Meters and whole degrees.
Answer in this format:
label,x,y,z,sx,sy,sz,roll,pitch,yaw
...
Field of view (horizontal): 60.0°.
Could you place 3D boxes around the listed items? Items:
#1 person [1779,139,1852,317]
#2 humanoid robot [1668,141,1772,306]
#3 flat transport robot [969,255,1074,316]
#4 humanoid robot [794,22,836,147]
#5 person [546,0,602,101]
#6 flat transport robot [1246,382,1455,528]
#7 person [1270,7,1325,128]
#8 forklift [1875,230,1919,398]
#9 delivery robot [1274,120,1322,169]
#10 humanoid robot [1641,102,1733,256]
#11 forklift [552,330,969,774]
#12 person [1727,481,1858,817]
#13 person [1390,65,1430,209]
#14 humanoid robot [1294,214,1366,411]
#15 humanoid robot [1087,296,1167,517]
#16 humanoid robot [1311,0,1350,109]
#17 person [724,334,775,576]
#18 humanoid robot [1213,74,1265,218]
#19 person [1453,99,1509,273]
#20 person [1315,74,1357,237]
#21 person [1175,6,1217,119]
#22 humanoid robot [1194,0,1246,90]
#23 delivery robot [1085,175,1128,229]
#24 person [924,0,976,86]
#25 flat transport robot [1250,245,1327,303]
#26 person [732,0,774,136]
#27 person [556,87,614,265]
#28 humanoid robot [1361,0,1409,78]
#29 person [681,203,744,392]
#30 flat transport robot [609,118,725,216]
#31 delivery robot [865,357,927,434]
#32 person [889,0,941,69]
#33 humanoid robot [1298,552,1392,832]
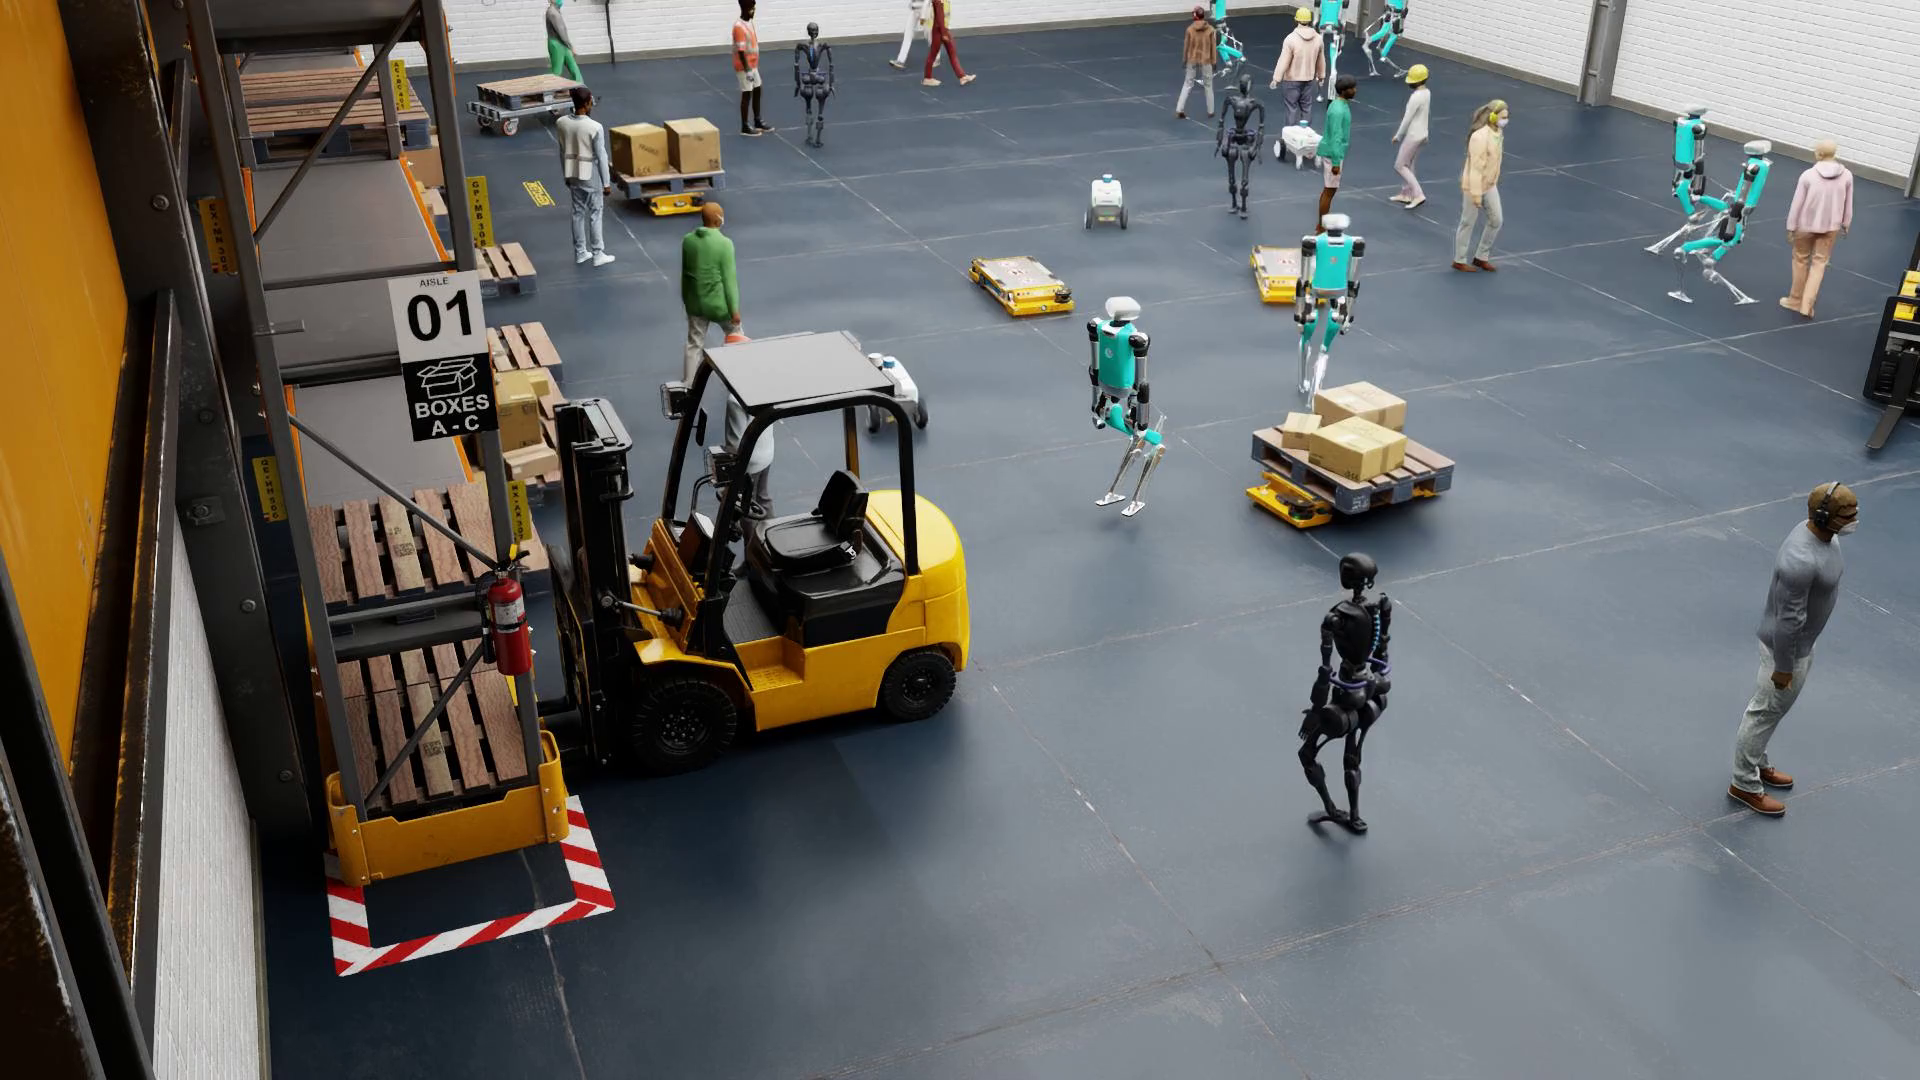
label,x,y,z,sx,sy,sz,roll,pitch,yaw
person,8.485,-3.075,16.440,0.621,1.759,0.563,5,27,10
humanoid robot,7.592,-3.152,16.647,1.054,1.731,0.553,20,33,34
flat transport robot,0.624,-2.656,17.270,0.659,0.231,1.431,-8,28,-16
humanoid robot,-2.002,-6.271,22.895,0.588,1.639,0.386,2,27,5
person,-6.018,-7.469,25.160,0.978,1.778,0.490,-5,27,-9
flat transport robot,2.990,-0.423,12.829,1.431,0.231,0.659,-13,30,-25
person,4.645,-6.312,22.764,0.818,1.864,0.419,-10,28,-19
forklift,9.029,-2.397,14.618,1.214,2.155,2.313,18,32,32
delivery robot,4.558,-5.303,22.195,0.499,0.575,0.754,-5,27,-10
humanoid robot,7.993,-3.855,17.989,0.981,1.732,0.550,-3,27,-6
forklift,-1.094,0.010,9.831,2.313,2.155,1.214,-10,28,-20
person,4.508,0.568,9.002,0.369,1.939,0.631,17,31,30
person,5.468,-4.839,19.974,0.510,1.731,0.544,16,31,28
humanoid robot,3.106,-2.010,14.396,0.536,1.783,0.897,0,27,0
humanoid robot,1.297,-1.011,12.219,0.735,1.673,0.533,-23,35,-38
humanoid robot,5.582,-7.423,25.168,0.551,1.807,0.926,3,27,6
person,-1.474,-0.590,11.524,0.347,1.739,0.571,8,28,16
humanoid robot,3.294,-4.668,19.707,0.600,1.642,0.516,12,29,22
person,5.575,-3.719,17.617,0.584,1.858,0.571,-21,34,-36
person,4.236,-4.340,18.862,0.378,1.847,0.506,6,27,11
person,3.494,-6.996,24.396,0.559,1.621,0.495,7,27,13
humanoid robot,4.162,-7.810,25.895,1.027,1.734,0.550,14,30,25
delivery robot,1.728,-3.999,19.618,0.499,0.590,0.793,1,27,3
person,-0.189,-8.079,26.425,0.906,1.727,0.494,8,28,16
flat transport robot,3.465,-2.816,17.588,0.659,0.231,1.431,2,27,3
person,-2.947,-6.666,23.385,0.489,1.942,0.653,5,27,9
person,-4.038,-3.908,17.945,0.596,1.907,0.410,11,29,21
humanoid robot,6.872,-8.273,26.801,0.956,1.749,0.546,-12,29,-22
person,-2.122,-2.080,14.495,0.592,1.729,0.936,11,29,21
flat transport robot,-3.610,-4.277,20.495,0.659,0.231,1.431,-11,29,-21
delivery robot,-0.596,-1.276,14.175,0.499,0.566,0.739,-7,28,-13
person,-0.716,-8.813,27.789,1.011,1.824,0.581,-21,34,-36
humanoid robot,2.060,0.816,8.794,0.615,1.640,0.358,-20,33,-34
